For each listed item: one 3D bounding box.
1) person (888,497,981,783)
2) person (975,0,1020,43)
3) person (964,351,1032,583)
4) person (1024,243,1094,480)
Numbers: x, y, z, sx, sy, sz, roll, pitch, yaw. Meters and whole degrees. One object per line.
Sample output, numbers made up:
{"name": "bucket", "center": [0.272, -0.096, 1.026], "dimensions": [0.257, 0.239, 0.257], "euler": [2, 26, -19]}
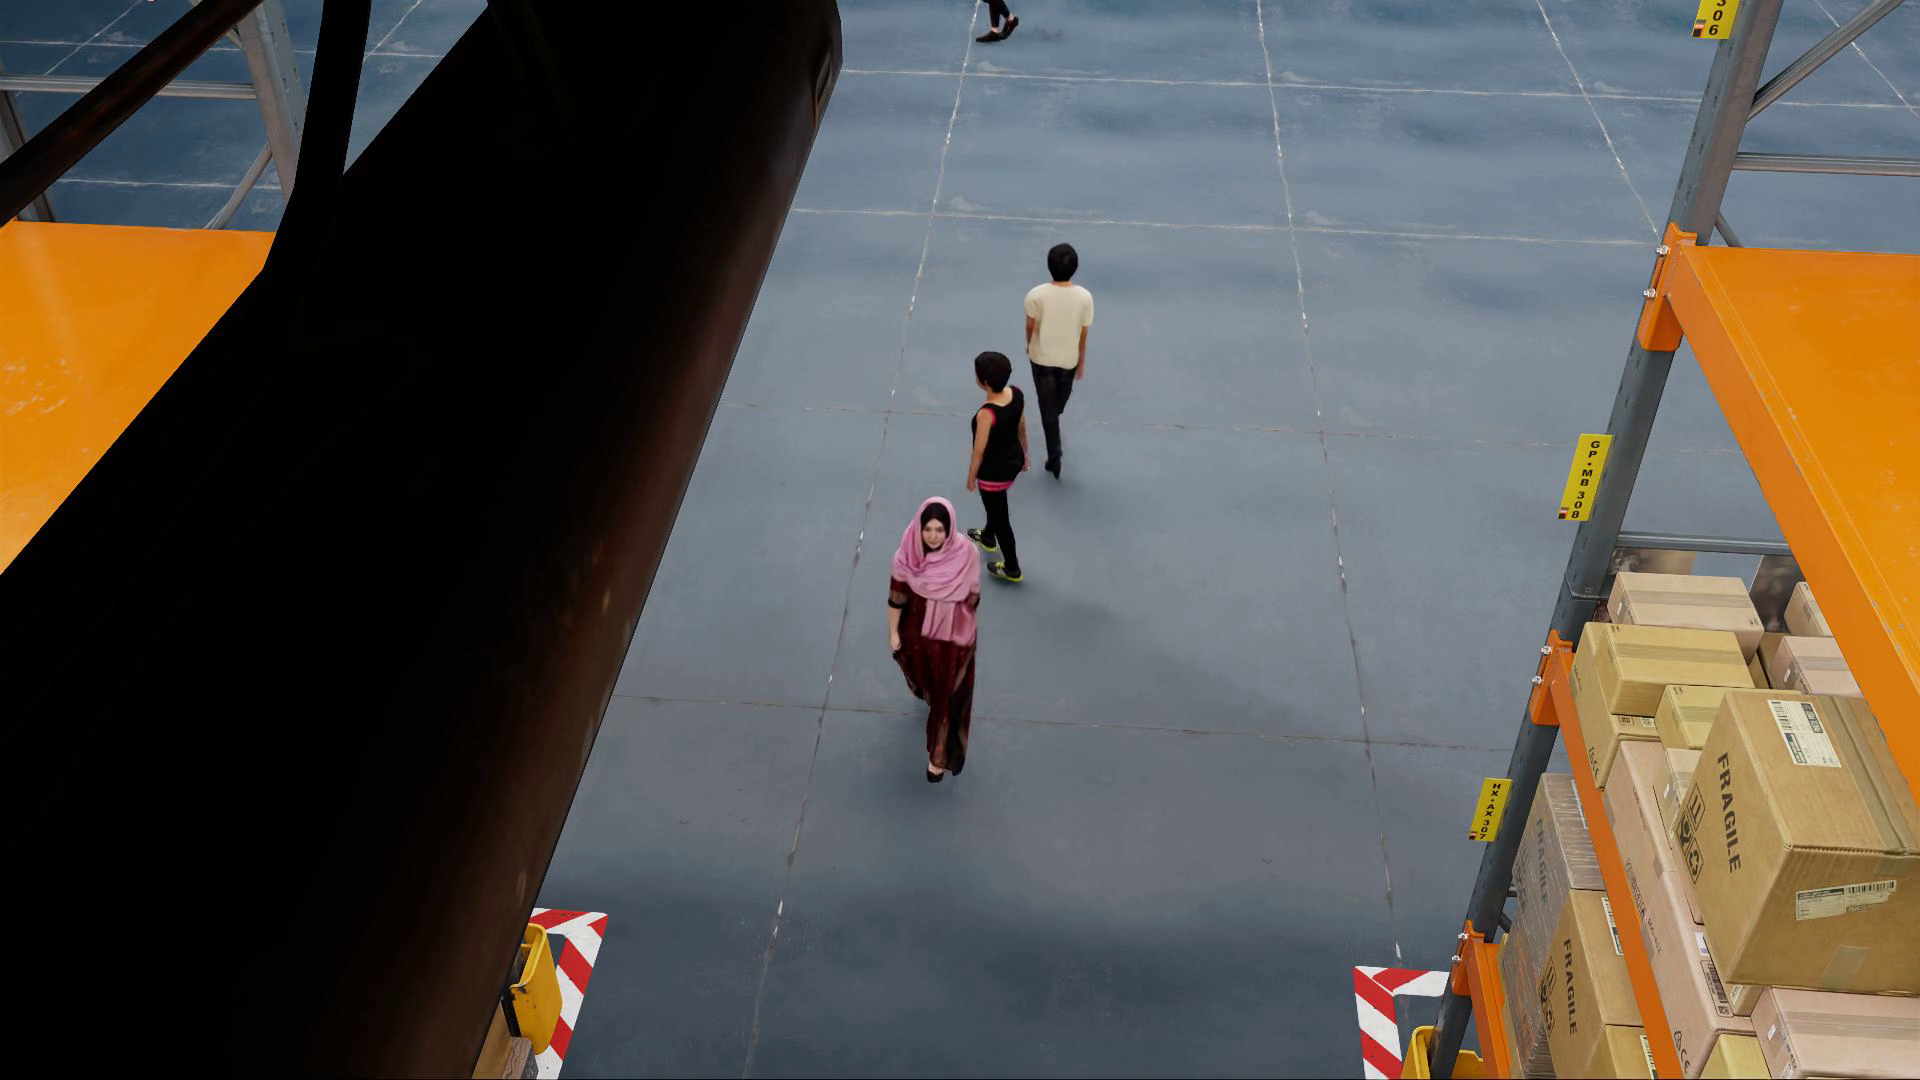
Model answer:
{"name": "person", "center": [-0.133, 0.402, 8.684], "dimensions": [0.638, 1.601, 1.052], "euler": [2, 38, 2]}
{"name": "person", "center": [0.417, -5.781, 16.502], "dimensions": [0.815, 1.707, 0.742], "euler": [-13, 40, -16]}
{"name": "person", "center": [0.294, -0.400, 9.764], "dimensions": [0.834, 1.533, 0.809], "euler": [26, 45, 29]}
{"name": "person", "center": [0.620, -1.102, 10.650], "dimensions": [0.749, 1.549, 1.062], "euler": [-5, 38, -7]}
